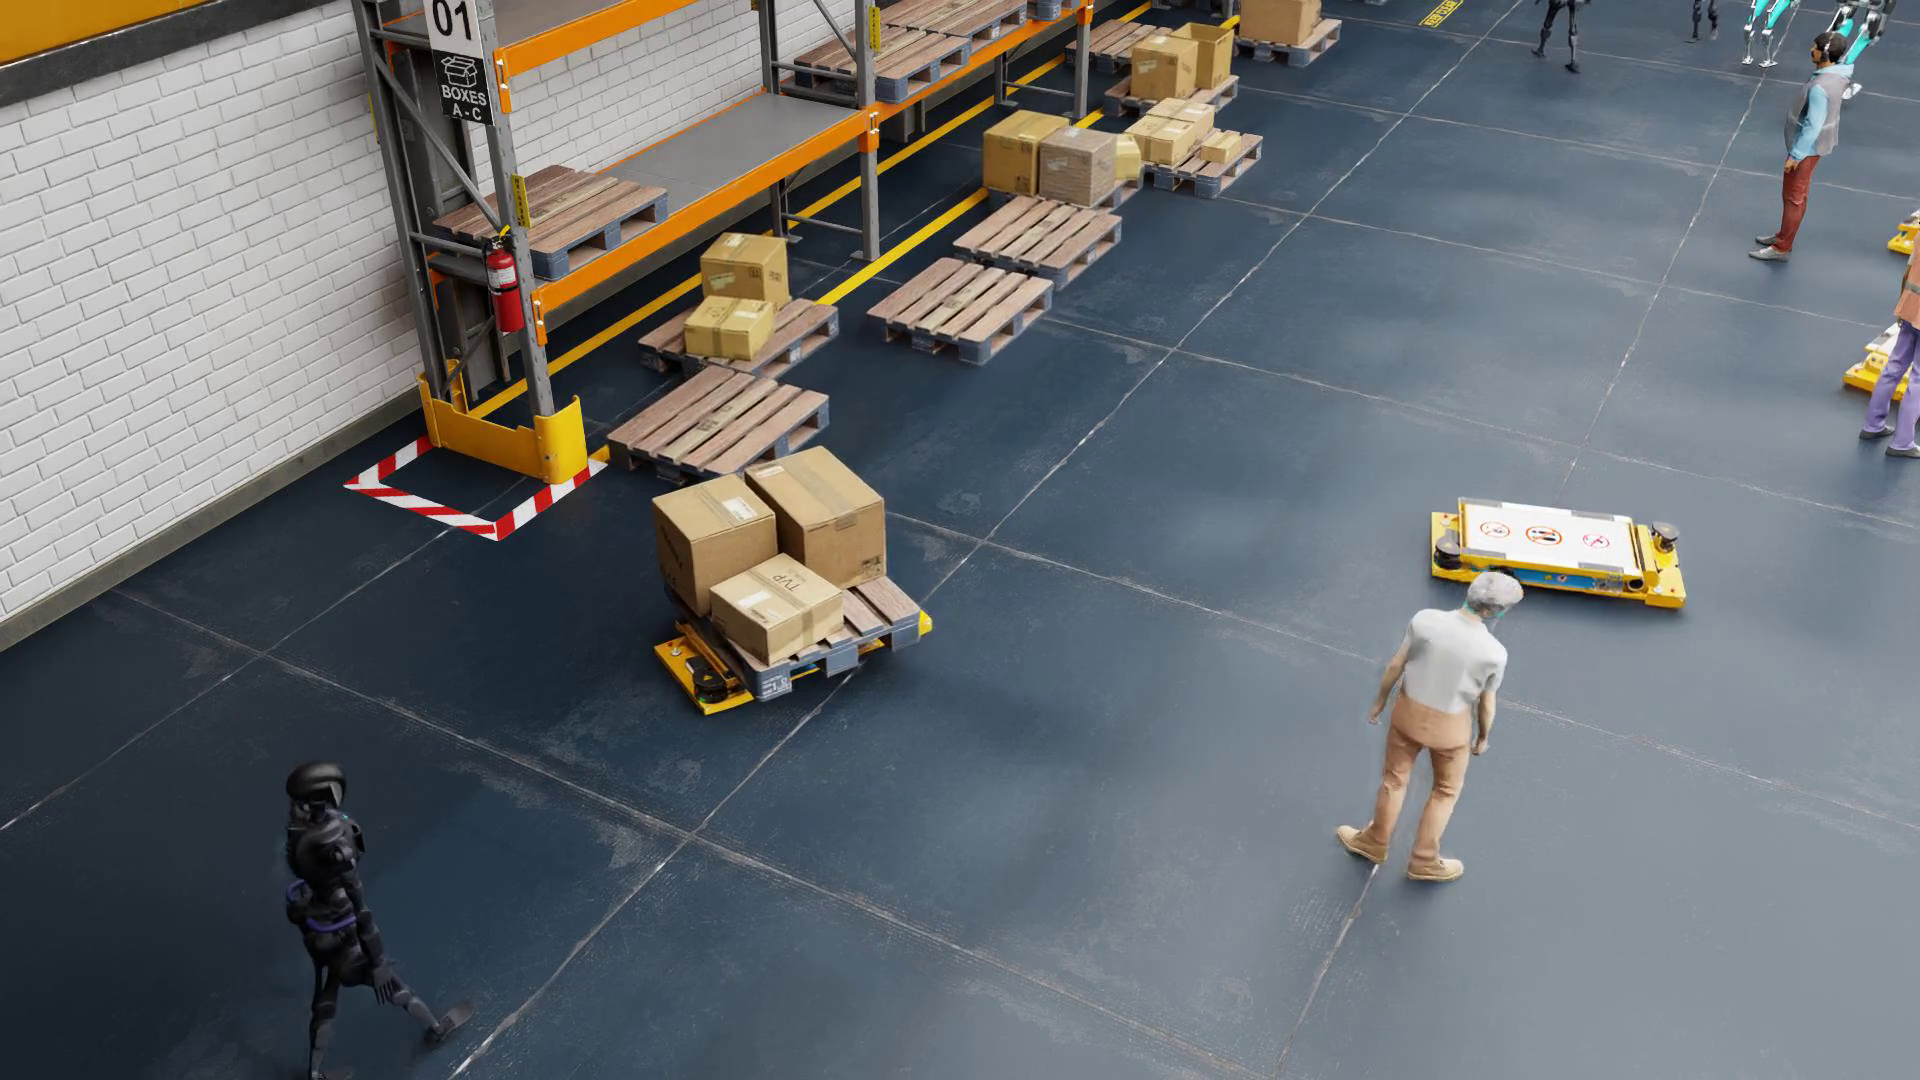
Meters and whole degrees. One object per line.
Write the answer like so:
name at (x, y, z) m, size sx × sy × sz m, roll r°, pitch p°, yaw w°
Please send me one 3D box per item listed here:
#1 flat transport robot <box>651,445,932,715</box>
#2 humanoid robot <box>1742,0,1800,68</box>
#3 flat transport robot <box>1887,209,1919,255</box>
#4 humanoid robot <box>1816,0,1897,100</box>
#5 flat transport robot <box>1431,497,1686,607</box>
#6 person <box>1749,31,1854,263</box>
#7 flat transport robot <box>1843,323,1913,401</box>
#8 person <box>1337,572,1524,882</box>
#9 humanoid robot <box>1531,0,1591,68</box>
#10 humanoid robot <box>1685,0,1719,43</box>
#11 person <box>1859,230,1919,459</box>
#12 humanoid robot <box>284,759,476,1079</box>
flat transport robot at (-0.934, 0.516, 9.367) m, size 1.431 × 0.231 × 0.659 m, roll -20°, pitch 38°, yaw -27°
humanoid robot at (8.551, -5.811, 17.487) m, size 0.533 × 1.677 × 0.735 m, roll 28°, pitch 43°, yaw 35°
flat transport robot at (8.522, -2.664, 14.178) m, size 0.659 × 0.231 × 1.431 m, roll 29°, pitch 43°, yaw 36°
humanoid robot at (8.886, -5.098, 16.510) m, size 0.556 × 1.734 × 0.969 m, roll 27°, pitch 42°, yaw 35°
flat transport robot at (3.591, 0.070, 10.043) m, size 1.431 × 0.231 × 0.659 m, roll 7°, pitch 34°, yaw 11°
person at (6.865, -3.175, 13.491) m, size 0.414 × 1.881 × 0.530 m, roll 20°, pitch 38°, yaw 28°
flat transport robot at (7.113, -1.352, 12.194) m, size 1.431 × 0.231 × 0.659 m, roll -28°, pitch 43°, yaw -35°
person at (2.102, 0.827, 7.606) m, size 0.620 × 1.707 × 0.304 m, roll 18°, pitch 38°, yaw 26°
humanoid robot at (6.554, -5.943, 17.905) m, size 0.600 × 1.629 × 0.780 m, roll -5°, pitch 34°, yaw -8°
humanoid robot at (8.419, -6.391, 18.541) m, size 0.612 × 1.639 × 0.421 m, roll 28°, pitch 43°, yaw 35°
person at (6.313, -1.408, 10.851) m, size 0.390 × 1.842 × 0.566 m, roll -8°, pitch 34°, yaw -12°
humanoid robot at (-2.455, 1.517, 6.622) m, size 0.780 × 1.624 × 0.615 m, roll -27°, pitch 42°, yaw -35°
